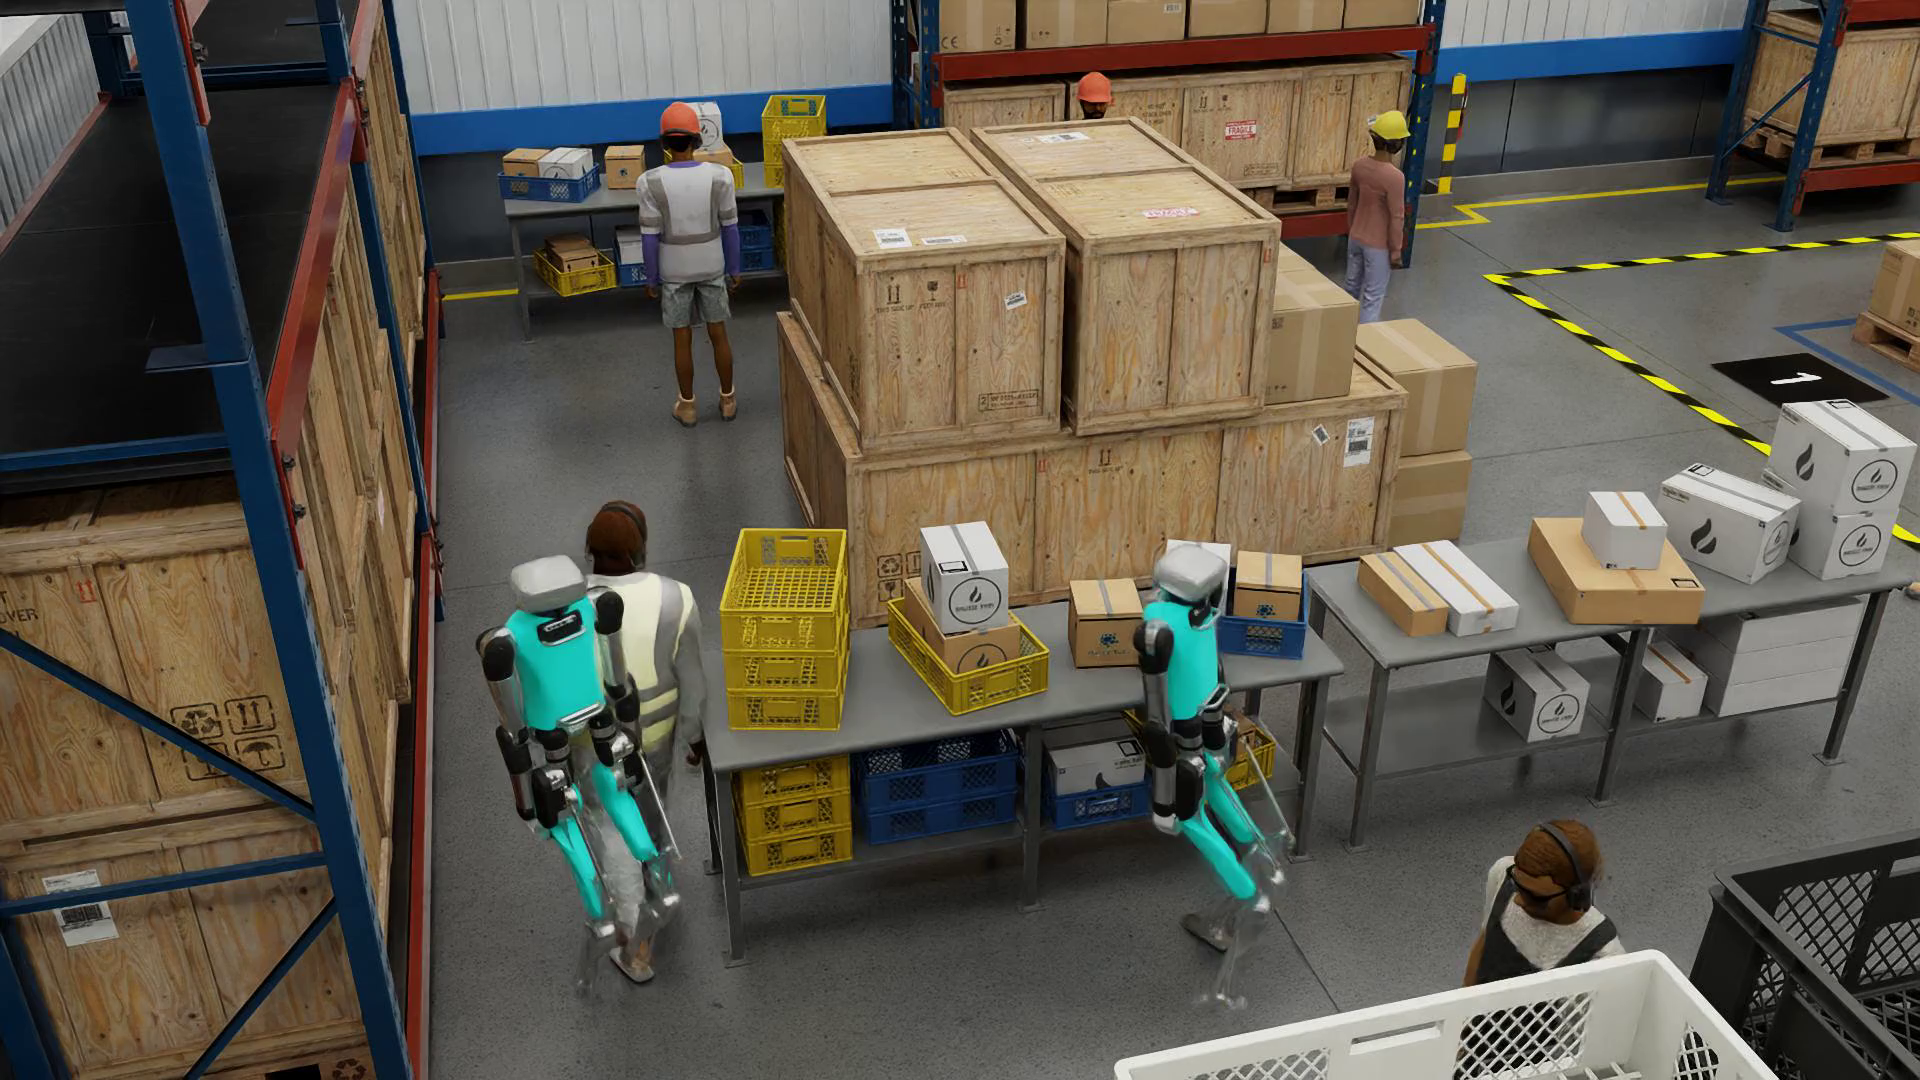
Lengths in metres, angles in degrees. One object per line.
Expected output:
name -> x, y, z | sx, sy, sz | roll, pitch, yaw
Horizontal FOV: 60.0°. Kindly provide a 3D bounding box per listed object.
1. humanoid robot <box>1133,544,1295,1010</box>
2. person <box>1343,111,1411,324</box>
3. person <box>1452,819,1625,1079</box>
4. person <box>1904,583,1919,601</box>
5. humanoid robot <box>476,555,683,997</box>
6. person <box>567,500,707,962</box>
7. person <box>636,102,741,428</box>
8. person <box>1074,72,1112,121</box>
humanoid robot -> 1.005, 0.901, 5.977 | 0.789, 1.798, 0.531 | 16, 33, 27
person -> 2.791, -2.000, 11.192 | 0.314, 1.769, 0.523 | -13, 31, -22
person -> 1.634, 1.474, 4.840 | 0.535, 1.816, 0.760 | -10, 31, -18
person -> 5.174, -0.485, 8.172 | 0.400, 2.032, 0.606 | 1, 29, 2
humanoid robot -> -1.254, 0.953, 5.892 | 0.544, 1.823, 0.660 | -23, 36, -35
person -> -1.285, 0.670, 6.326 | 0.616, 1.793, 0.954 | -9, 30, -16
person -> -1.674, -1.695, 10.359 | 0.613, 2.039, 0.385 | -10, 30, -17
person -> 0.882, -2.241, 11.451 | 0.544, 1.942, 0.348 | -5, 29, -10
